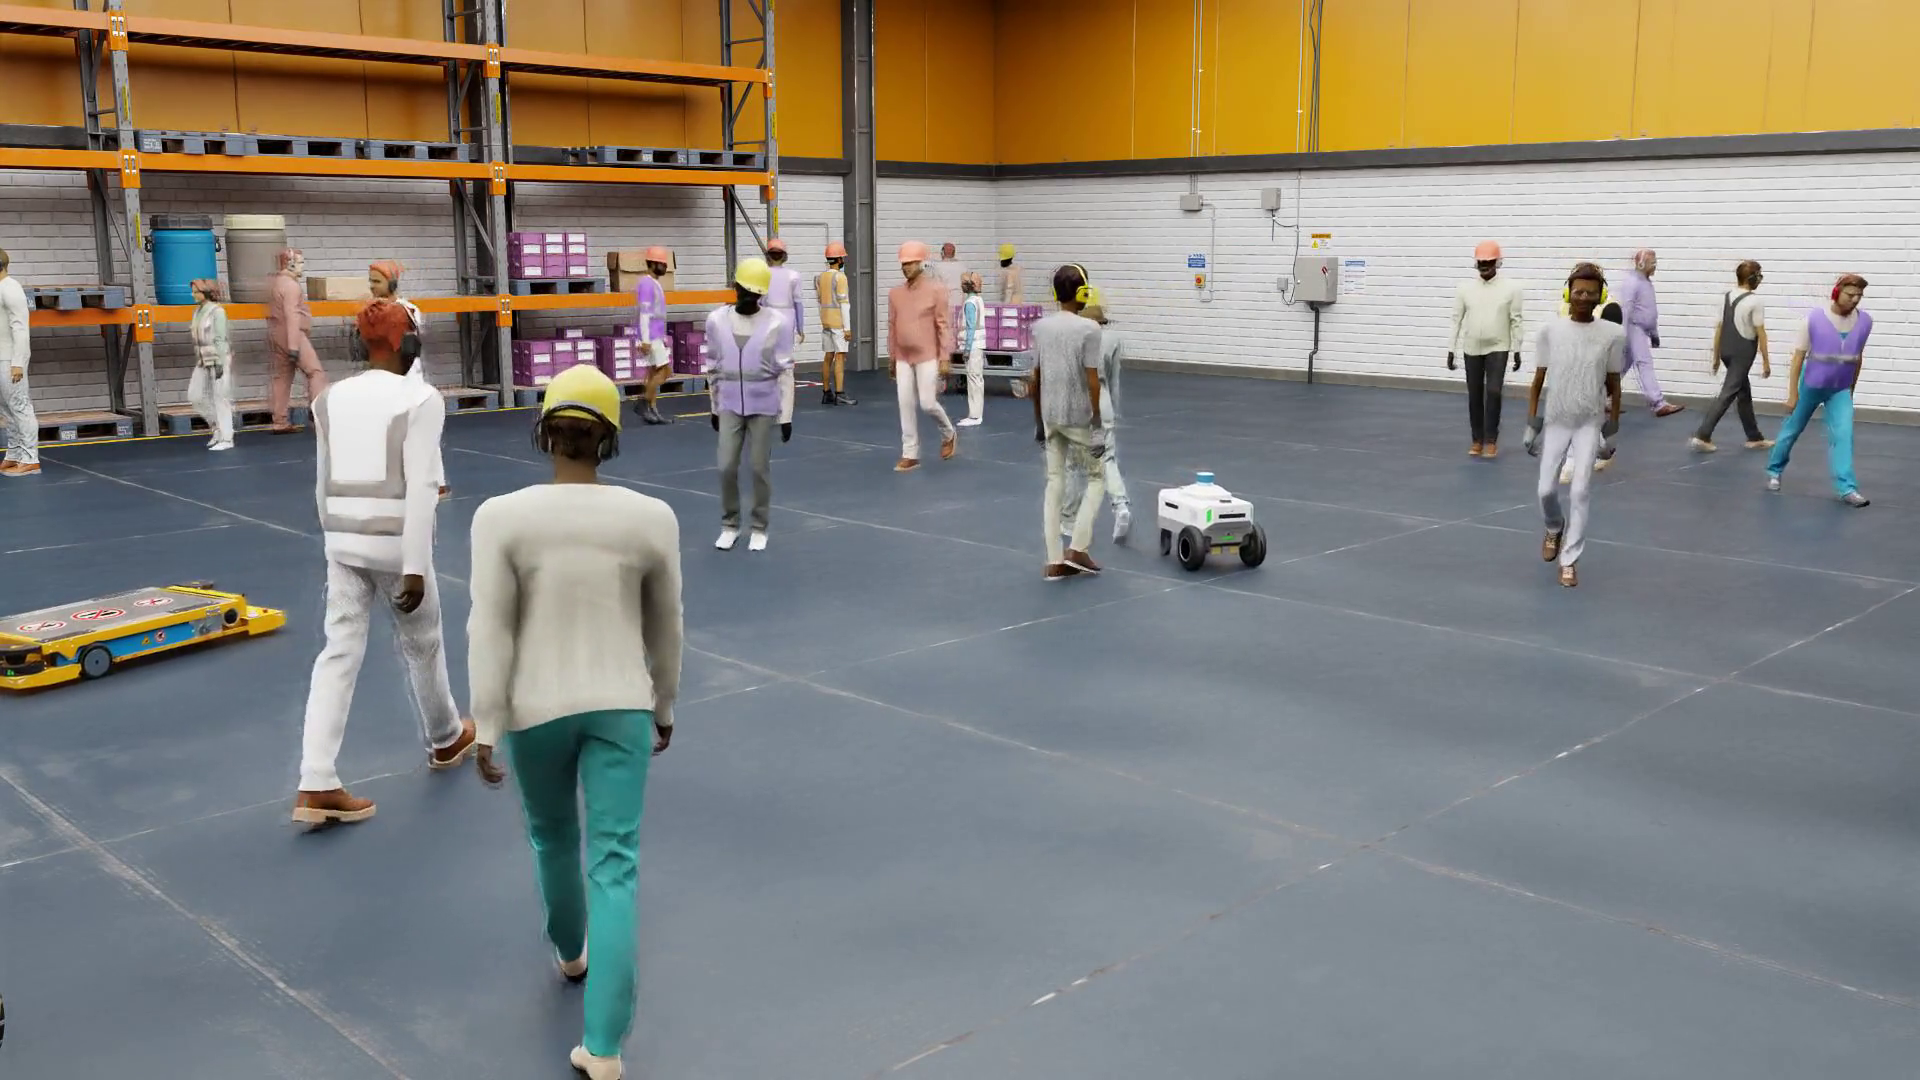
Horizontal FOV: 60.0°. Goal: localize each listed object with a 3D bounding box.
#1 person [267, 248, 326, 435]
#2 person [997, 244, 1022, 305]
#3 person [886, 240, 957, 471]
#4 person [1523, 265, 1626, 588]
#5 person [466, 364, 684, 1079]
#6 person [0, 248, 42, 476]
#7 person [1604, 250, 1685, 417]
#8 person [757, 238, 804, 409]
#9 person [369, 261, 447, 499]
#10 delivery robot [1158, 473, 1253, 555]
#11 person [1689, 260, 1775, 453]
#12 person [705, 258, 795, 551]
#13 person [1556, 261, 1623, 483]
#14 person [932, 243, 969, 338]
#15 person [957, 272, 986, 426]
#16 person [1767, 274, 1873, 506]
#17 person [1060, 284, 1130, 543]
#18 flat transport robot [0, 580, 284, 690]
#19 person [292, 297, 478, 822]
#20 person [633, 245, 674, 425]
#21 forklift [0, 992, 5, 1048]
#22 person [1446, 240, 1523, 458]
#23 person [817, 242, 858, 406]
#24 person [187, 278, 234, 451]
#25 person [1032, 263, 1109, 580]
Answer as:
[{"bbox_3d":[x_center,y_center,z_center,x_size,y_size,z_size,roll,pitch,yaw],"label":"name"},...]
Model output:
[{"bbox_3d":[-6.699,-2.017,16.971,0.799,1.878,0.663,-9,14,-40],"label":"person"},{"bbox_3d":[0.759,-3.500,25.076,0.384,1.883,0.693,1,10,7],"label":"person"},{"bbox_3d":[-0.330,-1.590,14.385,0.614,1.982,0.596,6,12,31],"label":"person"},{"bbox_3d":[3.588,-0.676,9.740,0.530,1.855,0.610,4,11,21],"label":"person"},{"bbox_3d":[-0.952,0.421,4.167,0.525,1.686,0.934,-3,11,-14],"label":"person"},{"bbox_3d":[-8.059,-1.510,14.053,0.636,1.938,0.358,9,14,41],"label":"person"},{"bbox_3d":[7.668,-2.318,18.685,0.984,1.849,0.671,7,13,35],"label":"person"},{"bbox_3d":[-2.126,-2.518,19.427,0.611,2.002,0.929,-2,11,-9],"label":"person"},{"bbox_3d":[-4.249,-1.143,12.351,0.606,1.823,1.019,7,12,33],"label":"person"},{"bbox_3d":[1.514,-0.174,10.294,0.477,0.478,0.707,-4,11,-19],"label":"delivery robot"},{"bbox_3d":[7.262,-1.703,15.512,0.980,1.799,0.531,-3,11,-14],"label":"person"},{"bbox_3d":[-1.327,-0.844,10.569,0.602,1.880,0.582,1,10,8],"label":"person"},{"bbox_3d":[5.196,-1.389,13.756,0.776,1.821,0.635,-5,12,-26],"label":"person"},{"bbox_3d":[-0.178,-3.546,25.248,0.642,1.910,0.401,-7,13,-34],"label":"person"},{"bbox_3d":[0.128,-2.032,17.719,0.308,1.640,0.511,1,10,8],"label":"person"},{"bbox_3d":[6.628,-1.175,12.800,0.591,1.745,1.137,0,10,-2],"label":"person"},{"bbox_3d":[0.876,-0.834,10.986,0.487,1.715,0.758,-3,11,-18],"label":"person"},{"bbox_3d":[-4.074,0.433,8.014,0.652,0.197,1.431,5,12,27],"label":"flat transport robot"},{"bbox_3d":[-2.095,0.052,5.932,0.582,1.808,1.068,3,11,15],"label":"person"},{"bbox_3d":[-3.225,-2.164,17.668,0.402,1.921,0.571,0,10,0],"label":"person"},{"bbox_3d":[-3.245,0.323,3.363,2.313,2.155,1.214,2,11,13],"label":"forklift"},{"bbox_3d":[4.746,-1.724,15.122,0.659,1.966,0.732,6,12,28],"label":"person"},{"bbox_3d":[-1.471,-2.571,19.834,0.347,1.942,0.549,-8,13,-39],"label":"person"},{"bbox_3d":[-7.044,-1.640,15.629,0.516,1.626,0.370,7,12,33],"label":"person"},{"bbox_3d":[0.674,-0.691,9.807,0.552,1.857,0.493,8,13,37],"label":"person"}]
